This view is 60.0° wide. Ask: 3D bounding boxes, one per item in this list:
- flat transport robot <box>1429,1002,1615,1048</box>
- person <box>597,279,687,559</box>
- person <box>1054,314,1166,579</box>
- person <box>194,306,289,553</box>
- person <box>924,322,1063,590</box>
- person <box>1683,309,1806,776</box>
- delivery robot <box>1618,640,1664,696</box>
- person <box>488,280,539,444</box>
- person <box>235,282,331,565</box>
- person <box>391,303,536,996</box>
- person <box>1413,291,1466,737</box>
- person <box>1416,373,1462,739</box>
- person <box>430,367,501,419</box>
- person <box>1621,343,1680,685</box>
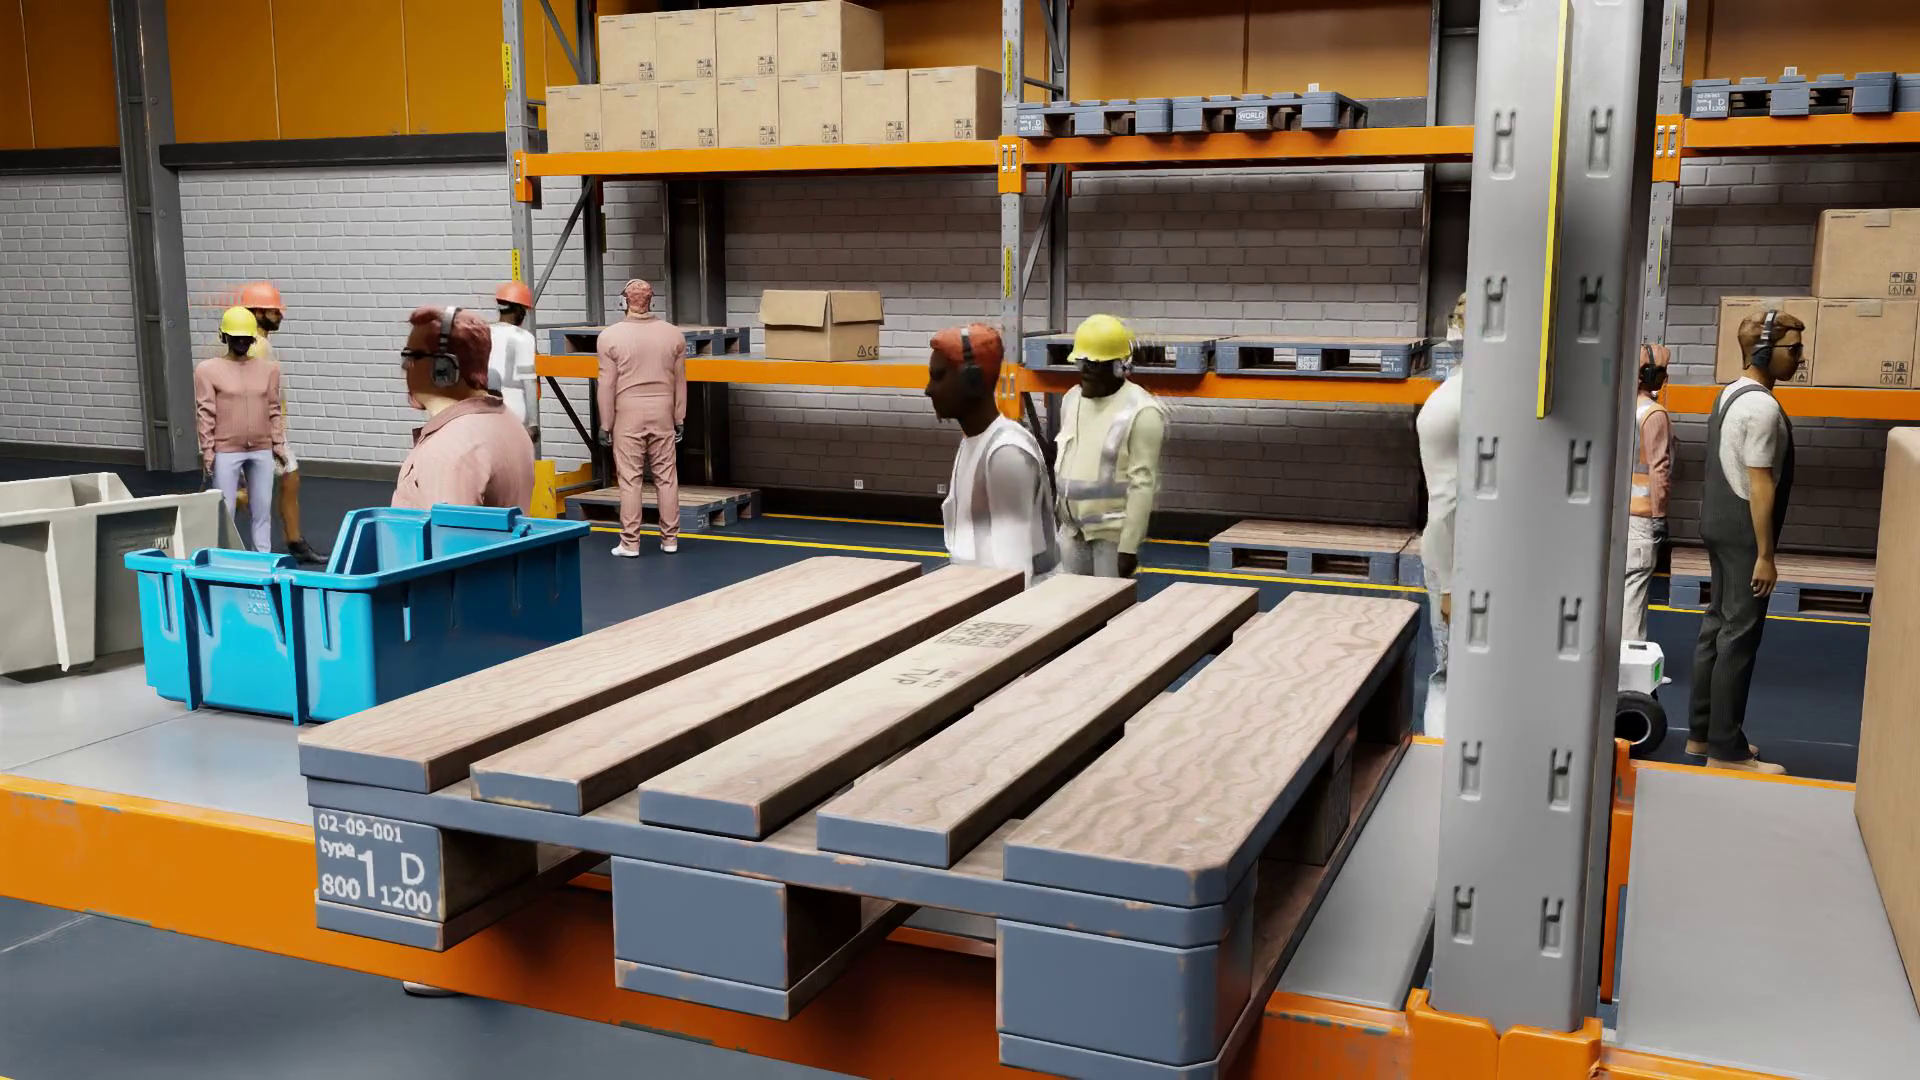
[{"bbox_3d":[1.413,1.293,3.619,1.431,0.197,0.652,6,11,31],"label":"flat transport robot"},{"bbox_3d":[-2.191,-0.827,11.427,0.641,1.909,0.409,-6,11,-31],"label":"person"},{"bbox_3d":[0.597,-0.055,7.093,0.443,1.802,0.604,-7,12,-36],"label":"person"},{"bbox_3d":[-4.366,-0.539,10.152,0.327,1.760,0.523,9,13,42],"label":"person"},{"bbox_3d":[0.135,0.289,4.960,0.674,1.854,0.592,-3,10,-17],"label":"person"},{"bbox_3d":[3.087,0.022,6.531,0.329,1.842,0.516,1,10,8],"label":"person"},{"bbox_3d":[2.576,0.536,7.025,0.707,0.478,0.477,3,10,17],"label":"delivery robot"},{"bbox_3d":[-3.314,-0.909,11.964,0.589,1.927,0.639,5,11,28],"label":"person"},{"bbox_3d":[-4.660,-0.730,10.887,0.882,1.910,0.550,-3,10,-18],"label":"person"},{"bbox_3d":[-1.397,0.303,4.654,0.410,1.912,0.643,-1,9,-3],"label":"person"},{"bbox_3d":[2.035,-0.039,6.611,0.372,1.940,0.631,-1,10,-8],"label":"person"},{"bbox_3d":[1.817,0.117,5.733,0.626,1.919,0.443,-5,11,-29],"label":"person"},{"bbox_3d":[-3.153,-0.561,10.643,0.280,1.636,0.500,9,13,44],"label":"person"},{"bbox_3d":[3.252,-0.127,8.032,0.307,1.641,0.511,-1,10,-8],"label":"person"}]
